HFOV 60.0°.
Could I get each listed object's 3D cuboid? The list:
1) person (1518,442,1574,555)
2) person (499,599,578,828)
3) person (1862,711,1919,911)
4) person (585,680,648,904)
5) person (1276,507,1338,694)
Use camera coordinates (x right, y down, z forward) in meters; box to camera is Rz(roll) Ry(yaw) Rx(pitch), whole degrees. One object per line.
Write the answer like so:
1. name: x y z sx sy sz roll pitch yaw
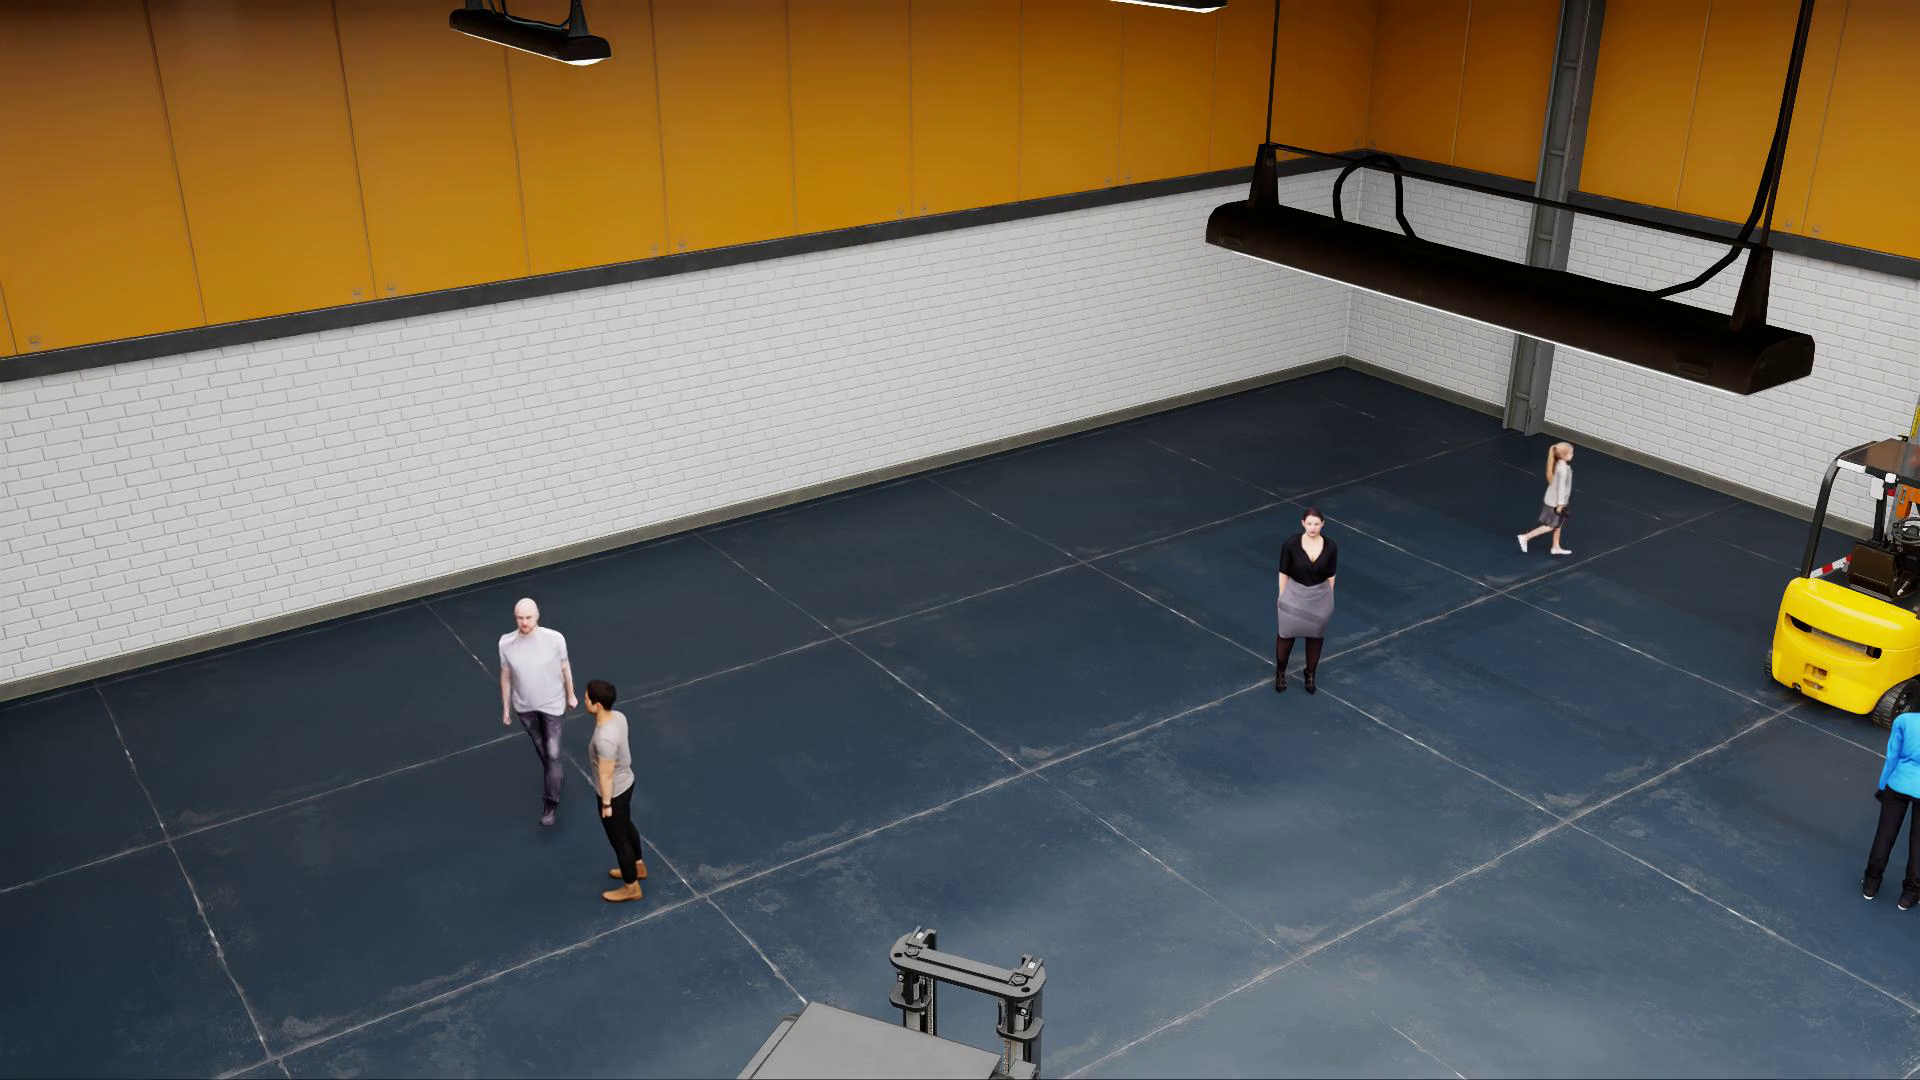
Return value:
1. person: 6.179 -0.422 17.409 0.865 1.260 0.807 4 24 9
2. person: -3.235 1.249 12.922 1.125 1.791 1.251 1 24 3
3. person: 6.712 1.778 11.711 0.574 1.792 0.730 18 29 35
4. person: -2.447 1.764 11.840 0.744 1.716 0.658 0 24 0
5. person: 3.029 0.524 14.620 0.775 1.760 0.814 1 24 3
